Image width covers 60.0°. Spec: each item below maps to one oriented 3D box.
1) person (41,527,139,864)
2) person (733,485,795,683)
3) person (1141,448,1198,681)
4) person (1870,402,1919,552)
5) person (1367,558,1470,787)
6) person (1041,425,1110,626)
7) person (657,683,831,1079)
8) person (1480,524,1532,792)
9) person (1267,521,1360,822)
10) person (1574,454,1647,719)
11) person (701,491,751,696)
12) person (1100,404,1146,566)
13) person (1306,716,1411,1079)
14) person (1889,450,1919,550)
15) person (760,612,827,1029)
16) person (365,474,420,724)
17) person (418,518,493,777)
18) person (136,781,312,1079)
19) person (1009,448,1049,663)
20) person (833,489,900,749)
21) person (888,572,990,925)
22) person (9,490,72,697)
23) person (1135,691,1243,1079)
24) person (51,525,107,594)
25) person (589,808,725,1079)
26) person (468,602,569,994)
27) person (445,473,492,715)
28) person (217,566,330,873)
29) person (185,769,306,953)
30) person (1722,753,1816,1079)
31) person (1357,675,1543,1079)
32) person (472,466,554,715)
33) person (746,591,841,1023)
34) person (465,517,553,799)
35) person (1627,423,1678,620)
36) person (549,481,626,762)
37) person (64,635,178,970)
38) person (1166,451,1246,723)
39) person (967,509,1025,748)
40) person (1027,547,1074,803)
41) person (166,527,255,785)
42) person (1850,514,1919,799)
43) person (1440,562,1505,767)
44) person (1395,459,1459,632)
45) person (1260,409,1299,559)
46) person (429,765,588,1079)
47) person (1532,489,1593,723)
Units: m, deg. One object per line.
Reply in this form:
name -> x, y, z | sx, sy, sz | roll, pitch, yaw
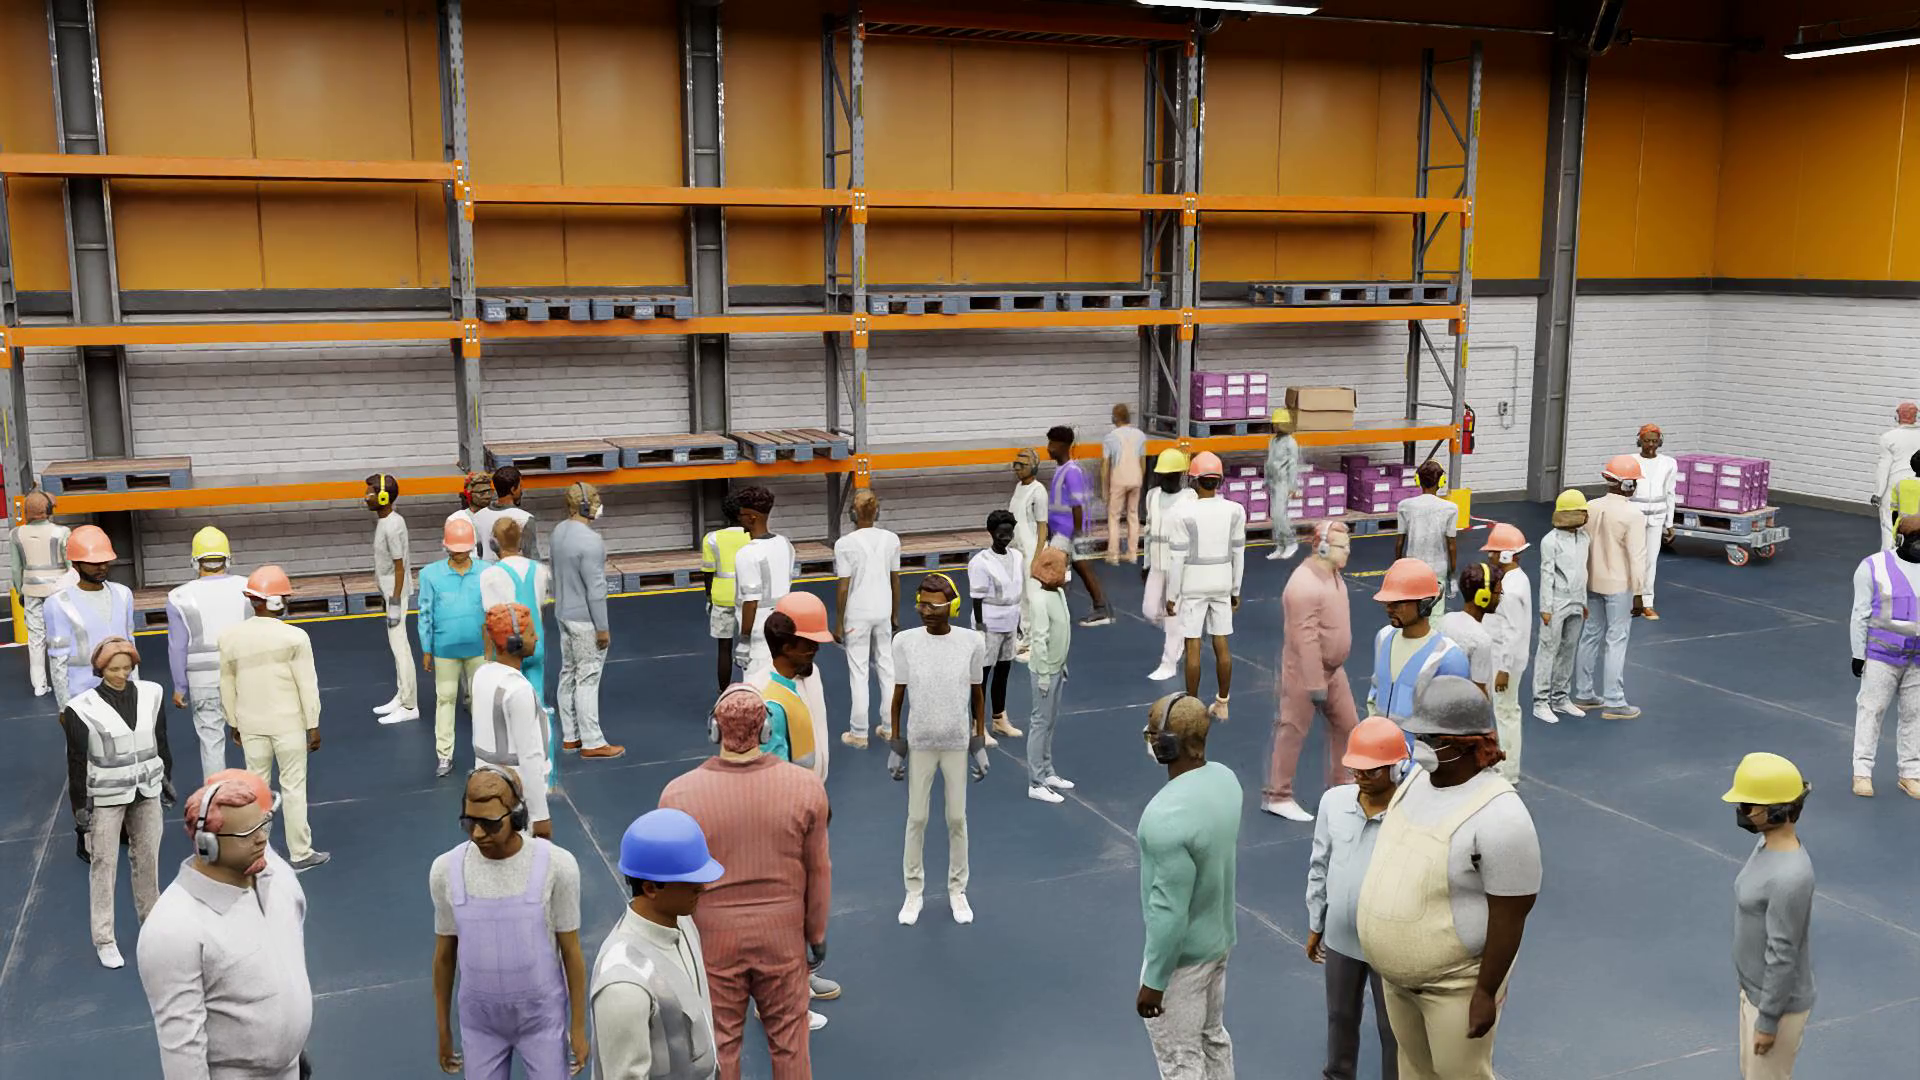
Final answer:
person -> -4.967, 0.883, 9.623 | 0.358, 1.938, 0.542 | 5, 11, 25
person -> -1.319, 0.609, 11.117 | 0.367, 1.964, 0.609 | 4, 11, 23
person -> 1.751, 0.191, 13.664 | 0.512, 1.915, 0.602 | -8, 13, -40
person -> 10.098, -0.530, 17.859 | 0.652, 1.903, 0.403 | -1, 10, -4
person -> 2.171, 1.093, 8.109 | 0.392, 2.041, 0.615 | -5, 11, -25
person -> 0.947, -0.118, 15.479 | 1.029, 1.906, 0.620 | -1, 10, -4
person -> -0.810, 1.478, 6.284 | 0.642, 1.909, 0.399 | -2, 10, -12
person -> 3.529, 0.764, 10.836 | 0.342, 1.748, 0.573 | 3, 10, 19
person -> 2.250, 0.826, 10.134 | 0.775, 1.881, 0.668 | 7, 12, 35
person -> 4.930, 0.345, 12.556 | 0.397, 1.992, 0.621 | -4, 11, -23
person -> -1.697, 0.470, 12.694 | 0.537, 1.695, 0.321 | 0, 10, 0
person -> 1.811, -0.605, 18.537 | 0.549, 1.823, 0.434 | -2, 10, -13
person -> 1.579, 1.530, 6.423 | 0.563, 1.752, 0.326 | 9, 13, 42
person -> 8.878, -0.007, 15.446 | 0.316, 1.696, 0.540 | -3, 10, -18
person -> -0.801, 1.249, 7.571 | 0.383, 1.918, 0.597 | 0, 10, -2
person -> -4.249, 0.435, 12.410 | 0.334, 1.869, 0.521 | -4, 11, -21
person -> -3.340, 0.710, 11.173 | 0.561, 1.742, 0.337 | -4, 11, -22
person -> -2.215, 1.671, 5.173 | 0.409, 1.909, 0.639 | 1, 10, 4
person -> 0.571, 0.125, 14.256 | 0.343, 1.847, 0.506 | -4, 11, -23
person -> -0.659, 0.558, 11.760 | 0.505, 1.845, 0.345 | -6, 11, -29
person -> -0.111, 1.084, 8.671 | 0.533, 1.866, 0.315 | 0, 10, -3
person -> -7.175, 0.430, 13.087 | 0.513, 1.641, 0.309 | 0, 10, -2
person -> 0.822, 1.500, 6.072 | 0.352, 1.936, 0.635 | 6, 11, 29
person -> -5.658, 0.763, 10.869 | 0.338, 1.741, 0.567 | -1, 10, -5
person -> -0.871, 1.711, 4.853 | 0.413, 1.941, 0.608 | 0, 10, 3
person -> -2.088, 1.223, 7.821 | 0.356, 1.883, 0.573 | -8, 12, -37
person -> -3.653, 0.398, 12.680 | 0.390, 1.846, 0.565 | 6, 11, 30
person -> -3.876, 1.011, 9.419 | 0.573, 1.747, 0.337 | 2, 10, 9
person -> -2.472, 1.640, 5.797 | 0.338, 1.748, 0.570 | -10, 14, -44
person -> 2.853, 1.616, 5.931 | 0.344, 1.756, 0.532 | 3, 10, 19
person -> 1.681, 1.472, 5.930 | 0.535, 2.000, 0.673 | -3, 10, -17
person -> -3.373, 0.399, 12.467 | 0.593, 1.920, 0.391 | 5, 11, 26
person -> -0.760, 1.209, 7.606 | 0.394, 1.985, 0.608 | 4, 11, 20
person -> -2.919, 0.753, 10.744 | 0.750, 1.801, 0.553 | 9, 13, 41
person -> 6.509, -0.171, 15.849 | 0.579, 1.882, 0.342 | 1, 10, 5
person -> -2.608, 0.556, 11.505 | 0.378, 1.940, 0.628 | -7, 12, -37
person -> -4.137, 1.273, 8.233 | 0.308, 1.639, 0.524 | 6, 12, 32
person -> 1.802, 0.362, 12.323 | 0.606, 2.044, 0.373 | -3, 10, -17
person -> 0.266, 0.615, 11.857 | 0.322, 1.697, 0.532 | 9, 13, 41
person -> 0.587, 0.848, 10.695 | 0.280, 1.635, 0.499 | 3, 10, 17
person -> -4.548, 0.828, 10.237 | 0.592, 1.834, 0.404 | -7, 12, -36
person -> 6.058, 0.745, 10.692 | 0.626, 1.846, 0.429 | 2, 10, 9
person -> 2.737, 1.031, 9.019 | 0.322, 1.856, 0.529 | -1, 10, -8
person -> 3.739, 0.282, 13.323 | 0.509, 1.860, 0.333 | 6, 12, 31
person -> 3.621, -0.626, 18.899 | 0.373, 1.731, 0.488 | -4, 11, -20
person -> -1.516, 1.633, 5.619 | 0.518, 1.834, 0.347 | 0, 10, 0
person -> 4.535, 0.487, 12.458 | 0.492, 1.746, 0.284 | -6, 12, -32
